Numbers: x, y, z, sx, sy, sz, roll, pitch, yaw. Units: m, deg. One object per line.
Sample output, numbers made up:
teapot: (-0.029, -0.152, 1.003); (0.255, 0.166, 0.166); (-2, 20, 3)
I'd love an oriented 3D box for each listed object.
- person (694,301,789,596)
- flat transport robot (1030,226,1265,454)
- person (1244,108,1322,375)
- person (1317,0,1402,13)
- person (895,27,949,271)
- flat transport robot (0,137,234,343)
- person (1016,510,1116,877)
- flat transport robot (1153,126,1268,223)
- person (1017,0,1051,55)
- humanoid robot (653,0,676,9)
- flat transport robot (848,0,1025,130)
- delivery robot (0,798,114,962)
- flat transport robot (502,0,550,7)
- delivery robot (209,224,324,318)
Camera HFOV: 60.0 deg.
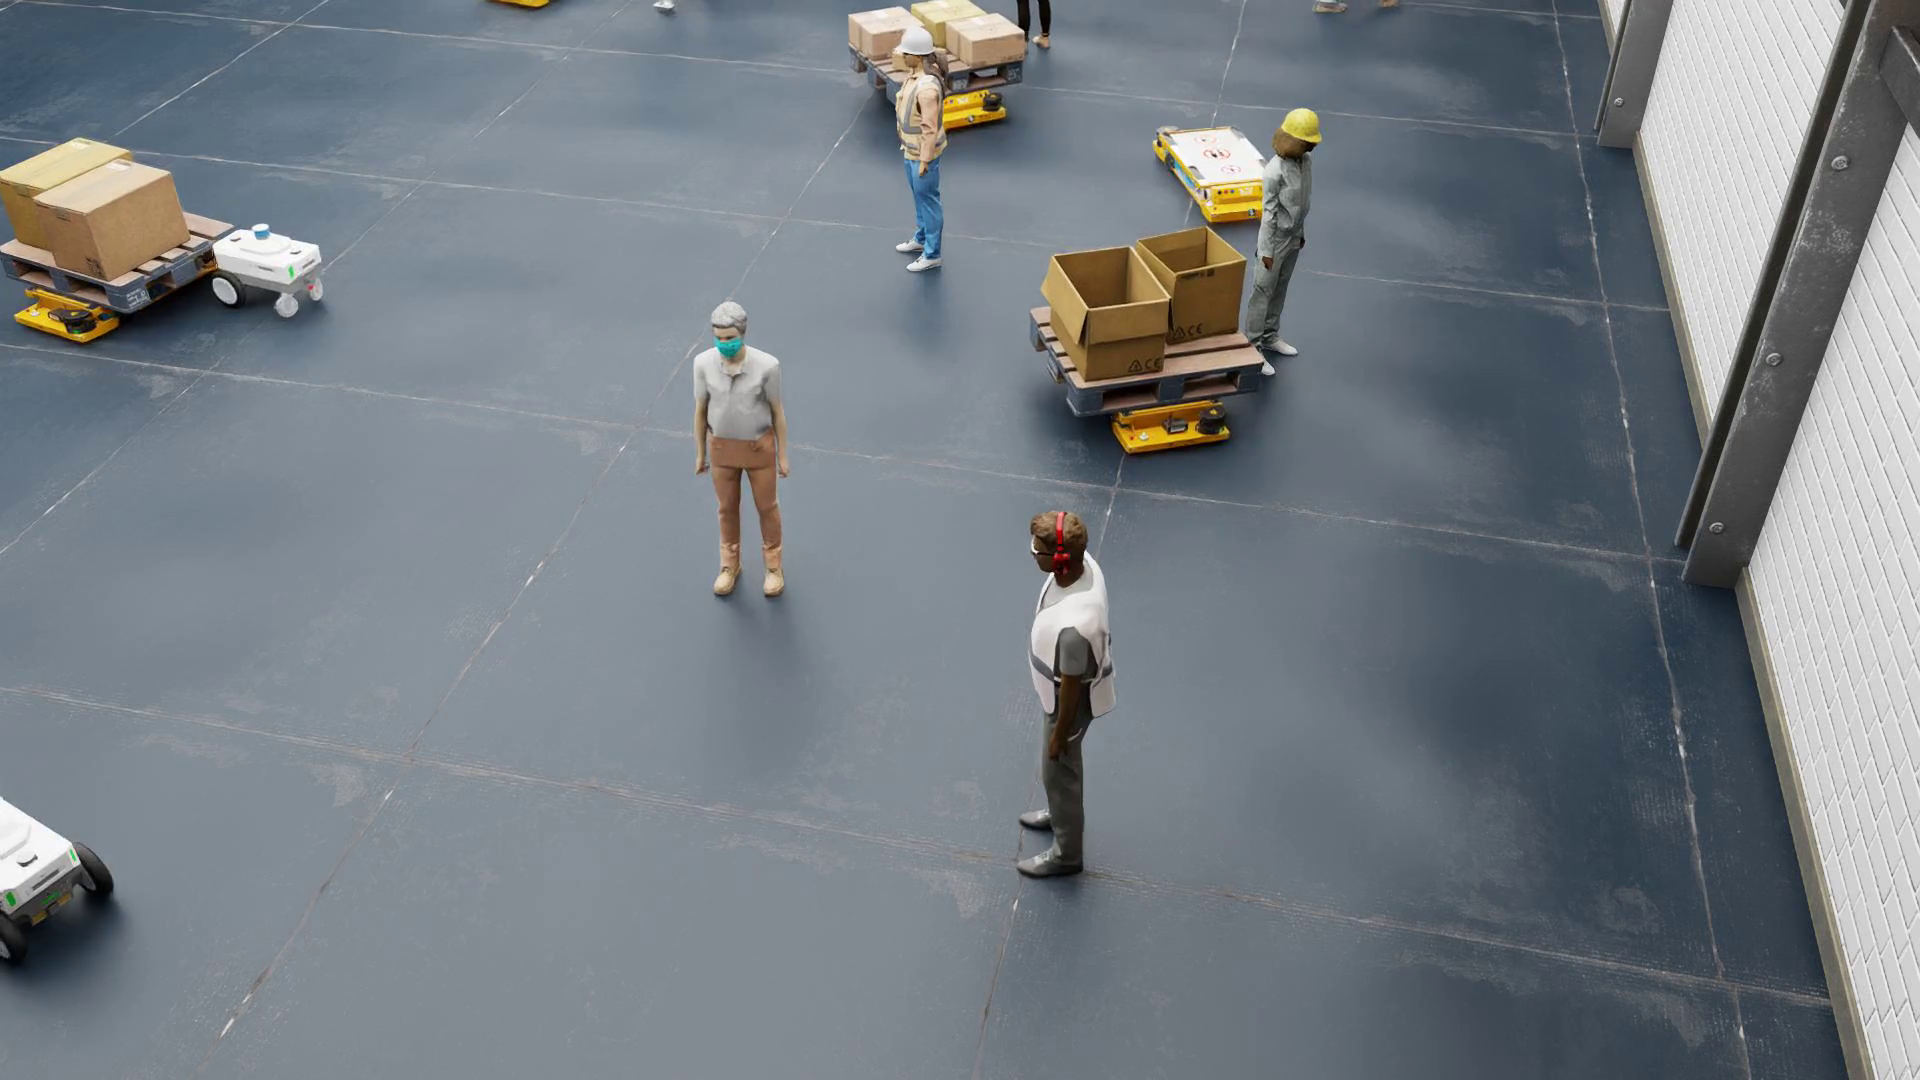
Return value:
person: (-1.130, -0.464, 8.604); (0.491, 1.744, 0.304); (2, 37, 3)
flat transport robot: (1.142, -1.031, 10.599); (0.659, 0.231, 1.431); (-9, 38, -12)
person: (2.050, -1.897, 10.529); (0.303, 1.740, 0.484); (25, 43, 29)
person: (3.967, -5.956, 15.880); (0.988, 1.827, 0.603); (-2, 37, -3)
person: (-0.255, -2.743, 11.670); (0.365, 1.729, 0.488); (-8, 38, -11)
flat transport robot: (-5.819, -1.833, 11.672); (0.659, 0.231, 1.431); (17, 40, 21)
person: (0.456, 0.652, 7.045); (0.404, 1.830, 0.569); (1, 37, 2)
flat transport robot: (2.053, -2.911, 13.114); (0.659, 0.231, 1.431); (-8, 37, -10)
person: (0.643, -5.260, 15.067); (0.536, 1.698, 0.320); (-21, 42, -26)
humanoid robot: (-2.954, -5.880, 15.891); (0.552, 1.799, 0.805); (-28, 45, -32)
flat transport robot: (-0.216, -3.954, 14.509); (0.659, 0.231, 1.431); (-16, 40, -21)
delivery robot: (-4.075, 1.390, 7.135); (0.784, 0.613, 0.520); (20, 41, 25)
flat transport robot: (-4.111, -5.766, 16.935); (0.659, 0.231, 1.431); (18, 41, 23)
delivery robot: (-4.803, -1.896, 11.524); (0.774, 0.603, 0.510); (14, 39, 18)
